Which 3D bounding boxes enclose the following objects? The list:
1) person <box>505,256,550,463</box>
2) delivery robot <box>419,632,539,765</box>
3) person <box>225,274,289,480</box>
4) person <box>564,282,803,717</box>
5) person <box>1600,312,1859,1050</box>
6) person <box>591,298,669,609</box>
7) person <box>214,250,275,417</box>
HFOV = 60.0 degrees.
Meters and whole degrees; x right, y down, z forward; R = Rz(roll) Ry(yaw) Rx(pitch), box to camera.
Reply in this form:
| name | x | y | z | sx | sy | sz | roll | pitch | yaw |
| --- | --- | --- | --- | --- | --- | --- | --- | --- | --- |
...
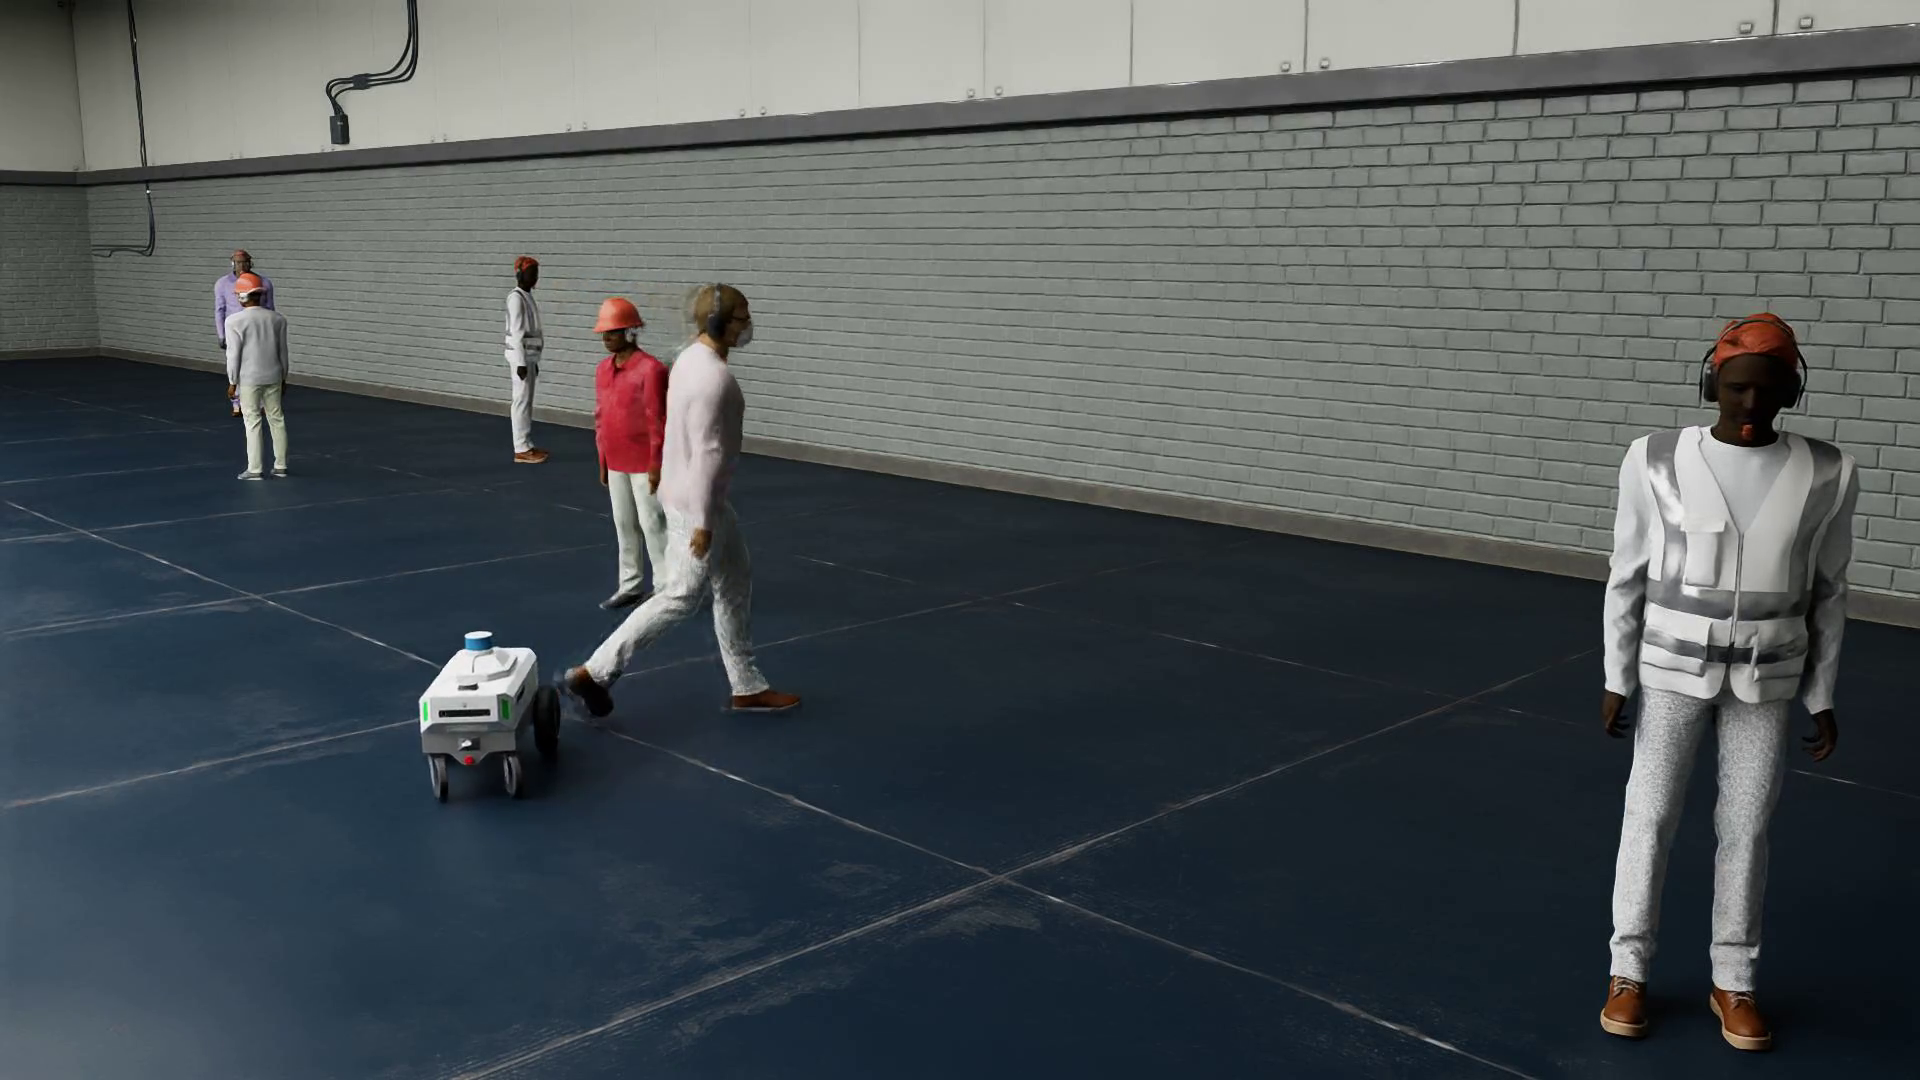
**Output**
| name | x | y | z | sx | sy | sz | roll | pitch | yaw |
| --- | --- | --- | --- | --- | --- | --- | --- | --- | --- |
| person | -3.997 | -1.659 | 15.315 | 0.358 | 1.885 | 0.574 | -1 | 10 | -4 |
| delivery robot | -1.838 | 0.596 | 6.391 | 0.477 | 0.478 | 0.707 | -1 | 11 | -6 |
| person | -6.009 | -1.391 | 14.214 | 0.334 | 1.749 | 0.567 | 7 | 13 | 34 |
| person | -1.189 | -0.139 | 7.026 | 0.949 | 1.901 | 0.643 | -3 | 11 | -14 |
| person | 1.943 | 0.367 | 4.263 | 0.572 | 1.887 | 0.354 | 3 | 11 | 15 |
| person | -1.819 | -0.450 | 9.121 | 0.576 | 1.742 | 0.363 | 9 | 13 | 39 |
| person | -8.205 | -2.373 | 19.148 | 0.651 | 1.907 | 0.409 | -6 | 12 | -28 |
